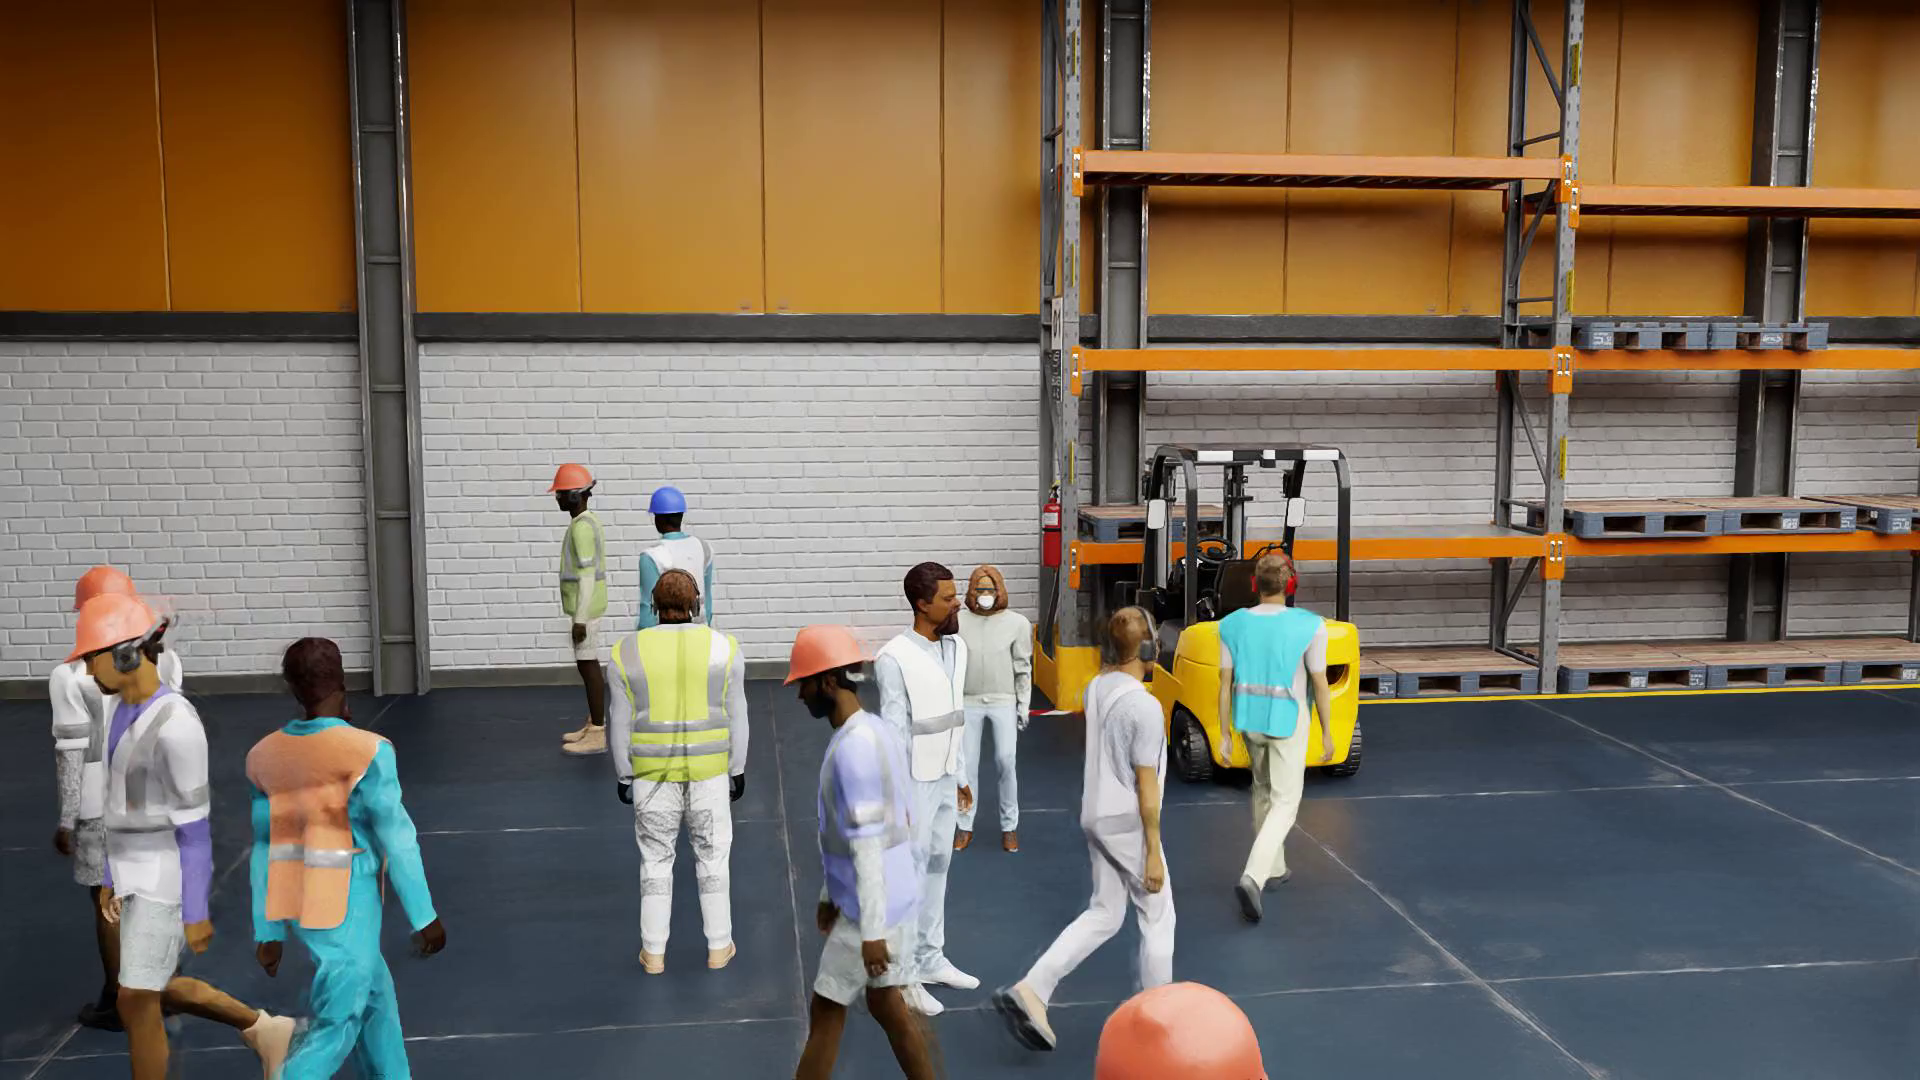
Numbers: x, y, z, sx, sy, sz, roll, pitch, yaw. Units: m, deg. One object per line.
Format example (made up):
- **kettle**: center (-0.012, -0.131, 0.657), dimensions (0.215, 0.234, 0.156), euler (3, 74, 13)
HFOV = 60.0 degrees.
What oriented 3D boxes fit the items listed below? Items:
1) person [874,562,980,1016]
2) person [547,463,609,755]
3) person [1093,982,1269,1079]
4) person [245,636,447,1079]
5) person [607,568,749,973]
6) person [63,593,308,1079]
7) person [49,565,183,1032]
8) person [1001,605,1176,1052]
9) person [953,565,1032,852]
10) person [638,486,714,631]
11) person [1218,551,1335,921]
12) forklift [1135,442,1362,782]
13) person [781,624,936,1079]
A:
- **person**: center (-0.152, 1.045, 7.192), dimensions (0.392, 1.922, 0.591), euler (4, 7, 29)
- **person**: center (-2.667, 0.478, 11.635), dimensions (0.395, 2.039, 0.614), euler (-1, 7, -10)
- **person**: center (0.331, 1.576, 2.529), dimensions (0.422, 1.924, 0.636), euler (-3, 7, -26)
- **person**: center (-2.144, 1.260, 5.566), dimensions (0.612, 1.863, 0.969), euler (4, 8, 31)
- **person**: center (-1.272, 1.043, 7.555), dimensions (0.627, 1.844, 0.429), euler (-1, 7, -10)
- **person**: center (-2.722, 1.166, 5.789), dimensions (0.783, 2.010, 0.607), euler (-6, 9, -43)
- **person**: center (-3.507, 1.068, 6.929), dimensions (0.371, 1.935, 0.553), euler (4, 8, 34)
- **person**: center (0.575, 1.170, 6.603), dimensions (0.761, 1.814, 0.546), euler (-3, 7, -25)
- **person**: center (0.151, 0.945, 9.364), dimensions (0.505, 1.627, 0.277), euler (1, 7, 5)
- **person**: center (-1.854, 0.622, 10.785), dimensions (0.402, 1.944, 0.611), euler (5, 8, 35)
- **person**: center (1.557, 0.961, 8.402), dimensions (0.571, 1.813, 0.858), euler (5, 8, 35)
- **forklift**: center (1.912, 0.418, 11.496), dimensions (1.214, 2.155, 2.313), euler (-1, 7, -8)
- **person**: center (-0.402, 1.236, 5.703), dimensions (0.861, 1.875, 0.640), euler (0, 7, -1)
